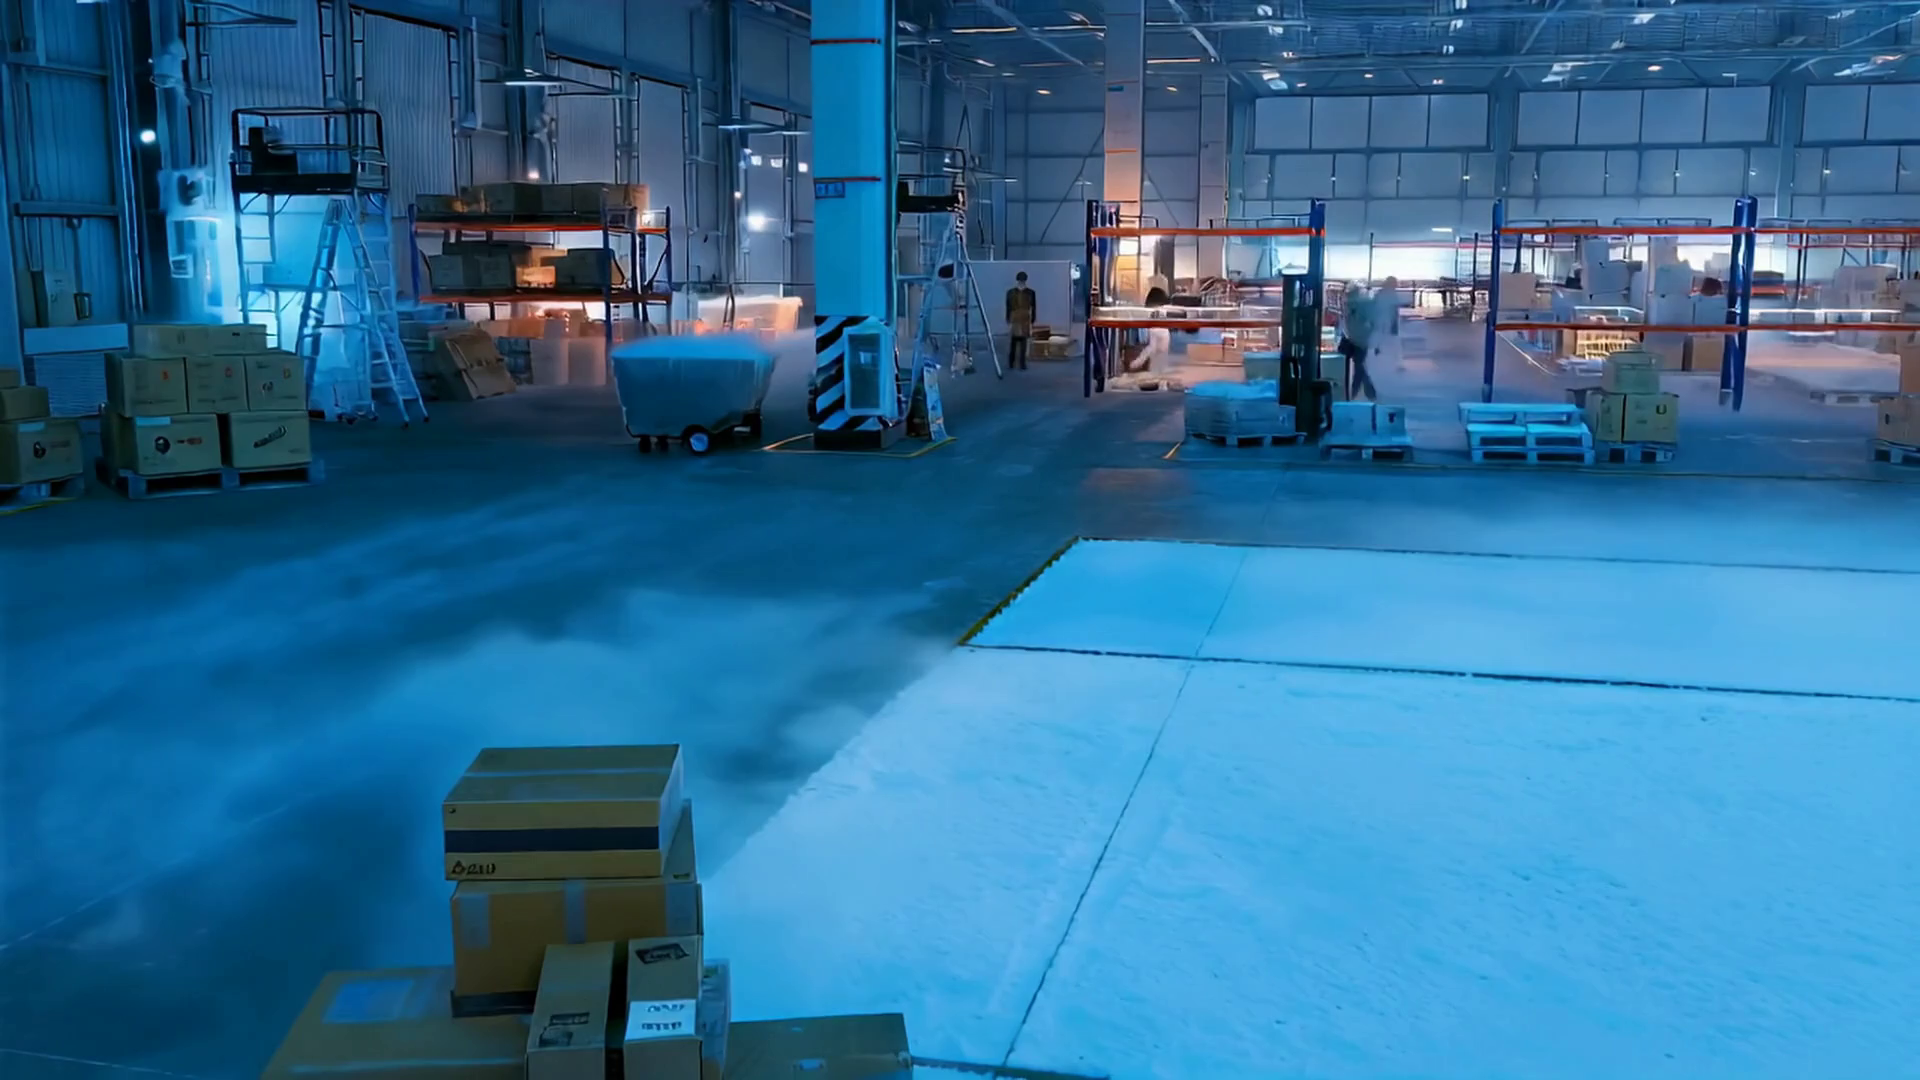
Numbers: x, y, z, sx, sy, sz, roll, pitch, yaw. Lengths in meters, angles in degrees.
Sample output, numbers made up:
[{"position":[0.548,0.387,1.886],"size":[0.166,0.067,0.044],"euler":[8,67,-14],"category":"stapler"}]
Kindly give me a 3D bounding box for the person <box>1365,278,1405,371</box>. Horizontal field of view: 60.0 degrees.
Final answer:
[{"position":[8.104,-4.116,31.834],"size":[0.949,1.805,0.638],"euler":[-6,11,-30],"category":"person"}]

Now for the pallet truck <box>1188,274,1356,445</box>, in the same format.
[{"position":[3.653,-2.138,19.590],"size":[1.885,1.965,0.823],"euler":[-4,10,-20],"category":"pallet truck"}]

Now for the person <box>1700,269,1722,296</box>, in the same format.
[{"position":[18.864,-5.851,41.797],"size":[0.668,1.905,0.432],"euler":[-6,11,-32],"category":"person"}]

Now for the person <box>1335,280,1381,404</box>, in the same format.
[{"position":[5.808,-2.854,24.236],"size":[0.972,1.853,0.615],"euler":[-7,12,-34],"category":"person"}]

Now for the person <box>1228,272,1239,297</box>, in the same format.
[{"position":[9.837,-8.697,59.196],"size":[0.867,1.645,0.552],"euler":[-4,10,-20],"category":"person"}]

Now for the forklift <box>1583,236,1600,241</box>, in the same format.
[{"position":[19.519,-8.030,51.685],"size":[1.873,2.768,1.129],"euler":[5,11,28],"category":"forklift"}]

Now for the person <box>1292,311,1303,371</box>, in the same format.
[{"position":[6.615,-4.097,31.910],"size":[0.335,1.735,0.484],"euler":[6,11,33],"category":"person"}]

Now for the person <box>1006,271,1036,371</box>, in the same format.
[{"position":[1.185,-4.199,31.976],"size":[0.548,1.920,0.529],"euler":[-1,10,-9],"category":"person"}]

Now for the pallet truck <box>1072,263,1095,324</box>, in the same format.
[{"position":[4.325,-8.180,55.162],"size":[0.823,1.965,1.885],"euler":[6,11,31],"category":"pallet truck"}]

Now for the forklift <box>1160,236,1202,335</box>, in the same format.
[{"position":[5.866,-7.214,46.878],"size":[1.873,2.768,1.129],"euler":[2,10,14],"category":"forklift"}]

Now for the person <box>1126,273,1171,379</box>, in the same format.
[{"position":[3.357,-3.694,29.009],"size":[0.831,1.920,0.638],"euler":[-4,10,-21],"category":"person"}]

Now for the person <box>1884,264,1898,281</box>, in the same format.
[{"position":[28.497,-7.459,50.994],"size":[0.624,1.967,0.571],"euler":[-3,10,-16],"category":"person"}]
